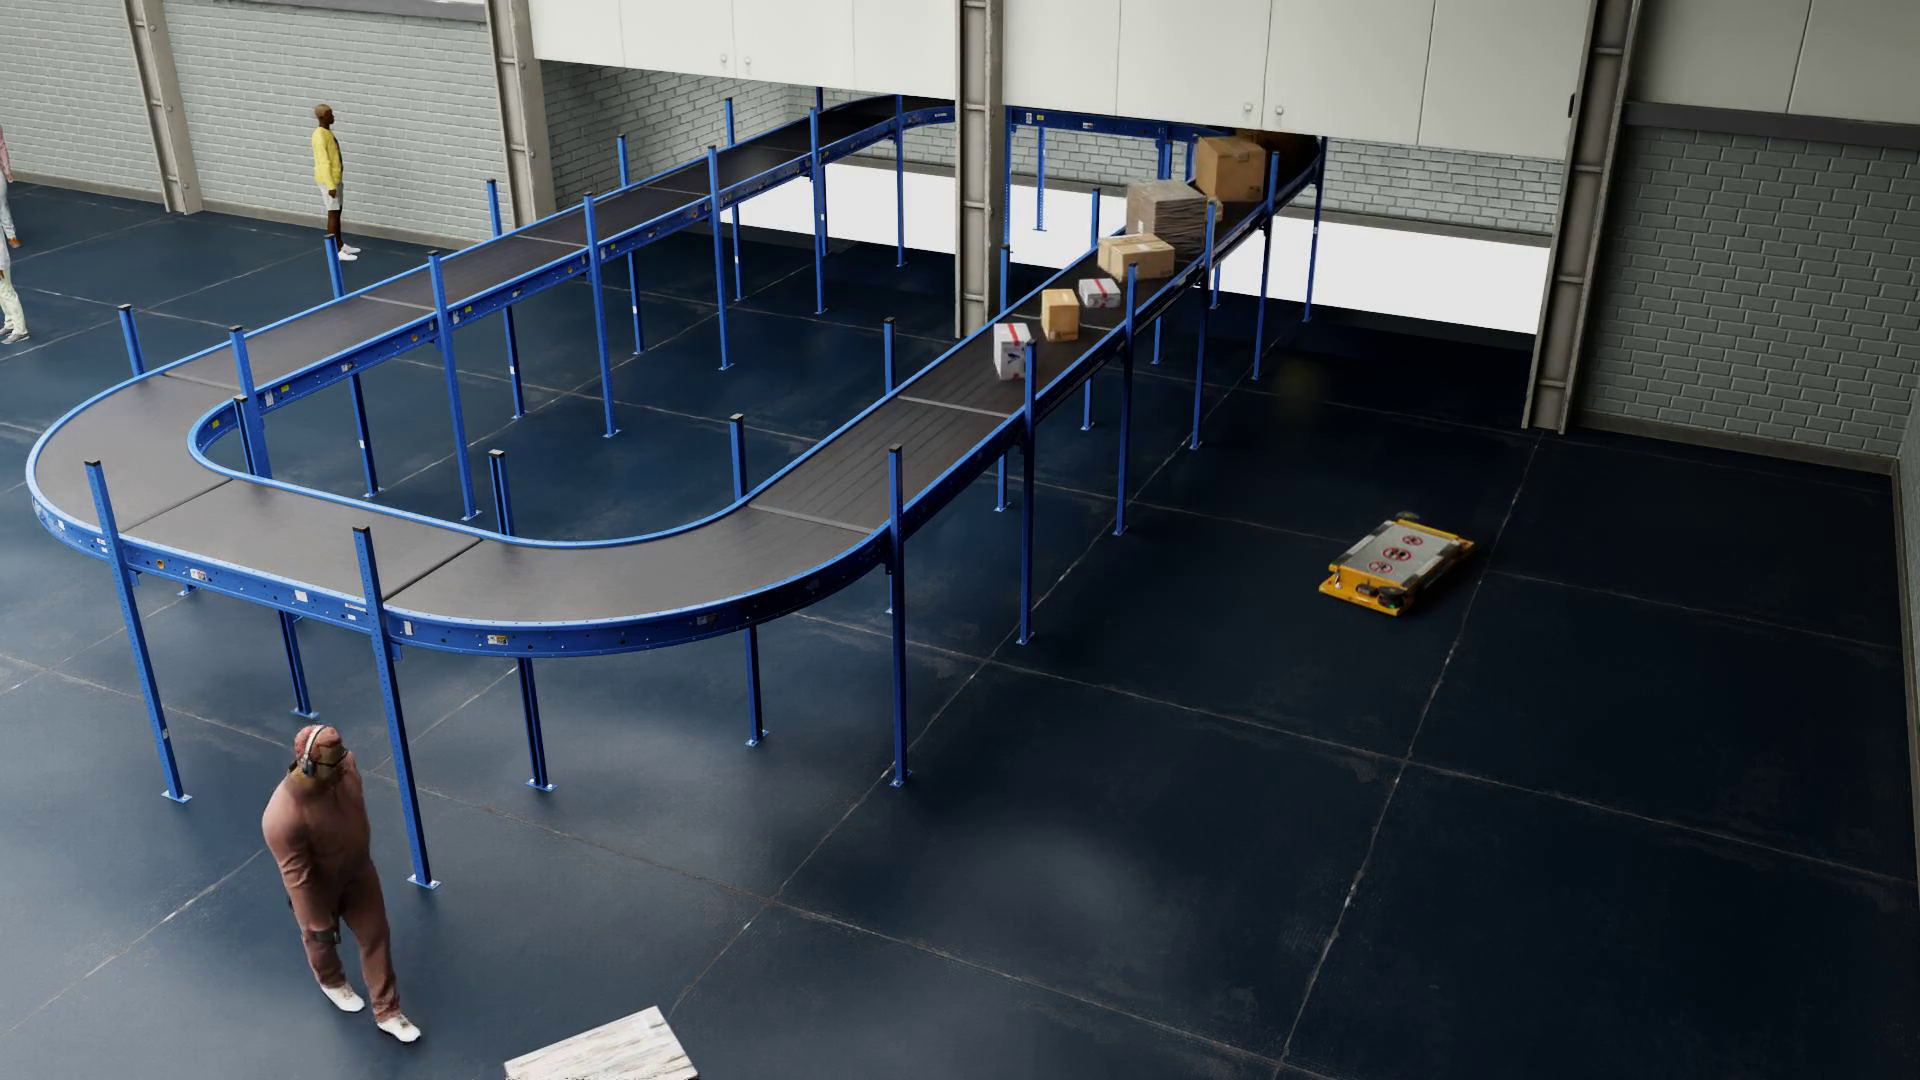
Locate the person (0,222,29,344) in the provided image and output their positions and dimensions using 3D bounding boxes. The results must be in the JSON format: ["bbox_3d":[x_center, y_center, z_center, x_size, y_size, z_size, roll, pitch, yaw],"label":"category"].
[{"bbox_3d":[-10.370,-2.994,17.833,0.320,1.755,0.562,-22,34,-37],"label":"person"}]

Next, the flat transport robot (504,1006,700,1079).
[{"bbox_3d":[-1.344,3.095,7.239,1.431,0.231,0.659,-21,34,-36],"label":"flat transport robot"}]

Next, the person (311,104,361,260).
[{"bbox_3d":[-7.758,-4.425,20.559,0.373,1.900,0.541,-4,27,-9],"label":"person"}]

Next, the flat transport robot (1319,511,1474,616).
[{"bbox_3d":[3.464,0.177,13.120,0.659,0.231,1.431,19,32,34],"label":"flat transport robot"}]

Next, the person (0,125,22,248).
[{"bbox_3d":[-12.249,-4.612,20.892,0.627,1.940,0.371,-18,31,-32],"label":"person"}]

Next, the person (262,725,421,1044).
[{"bbox_3d":[-3.074,1.697,8.260,0.875,1.851,0.671,14,29,25],"label":"person"}]
